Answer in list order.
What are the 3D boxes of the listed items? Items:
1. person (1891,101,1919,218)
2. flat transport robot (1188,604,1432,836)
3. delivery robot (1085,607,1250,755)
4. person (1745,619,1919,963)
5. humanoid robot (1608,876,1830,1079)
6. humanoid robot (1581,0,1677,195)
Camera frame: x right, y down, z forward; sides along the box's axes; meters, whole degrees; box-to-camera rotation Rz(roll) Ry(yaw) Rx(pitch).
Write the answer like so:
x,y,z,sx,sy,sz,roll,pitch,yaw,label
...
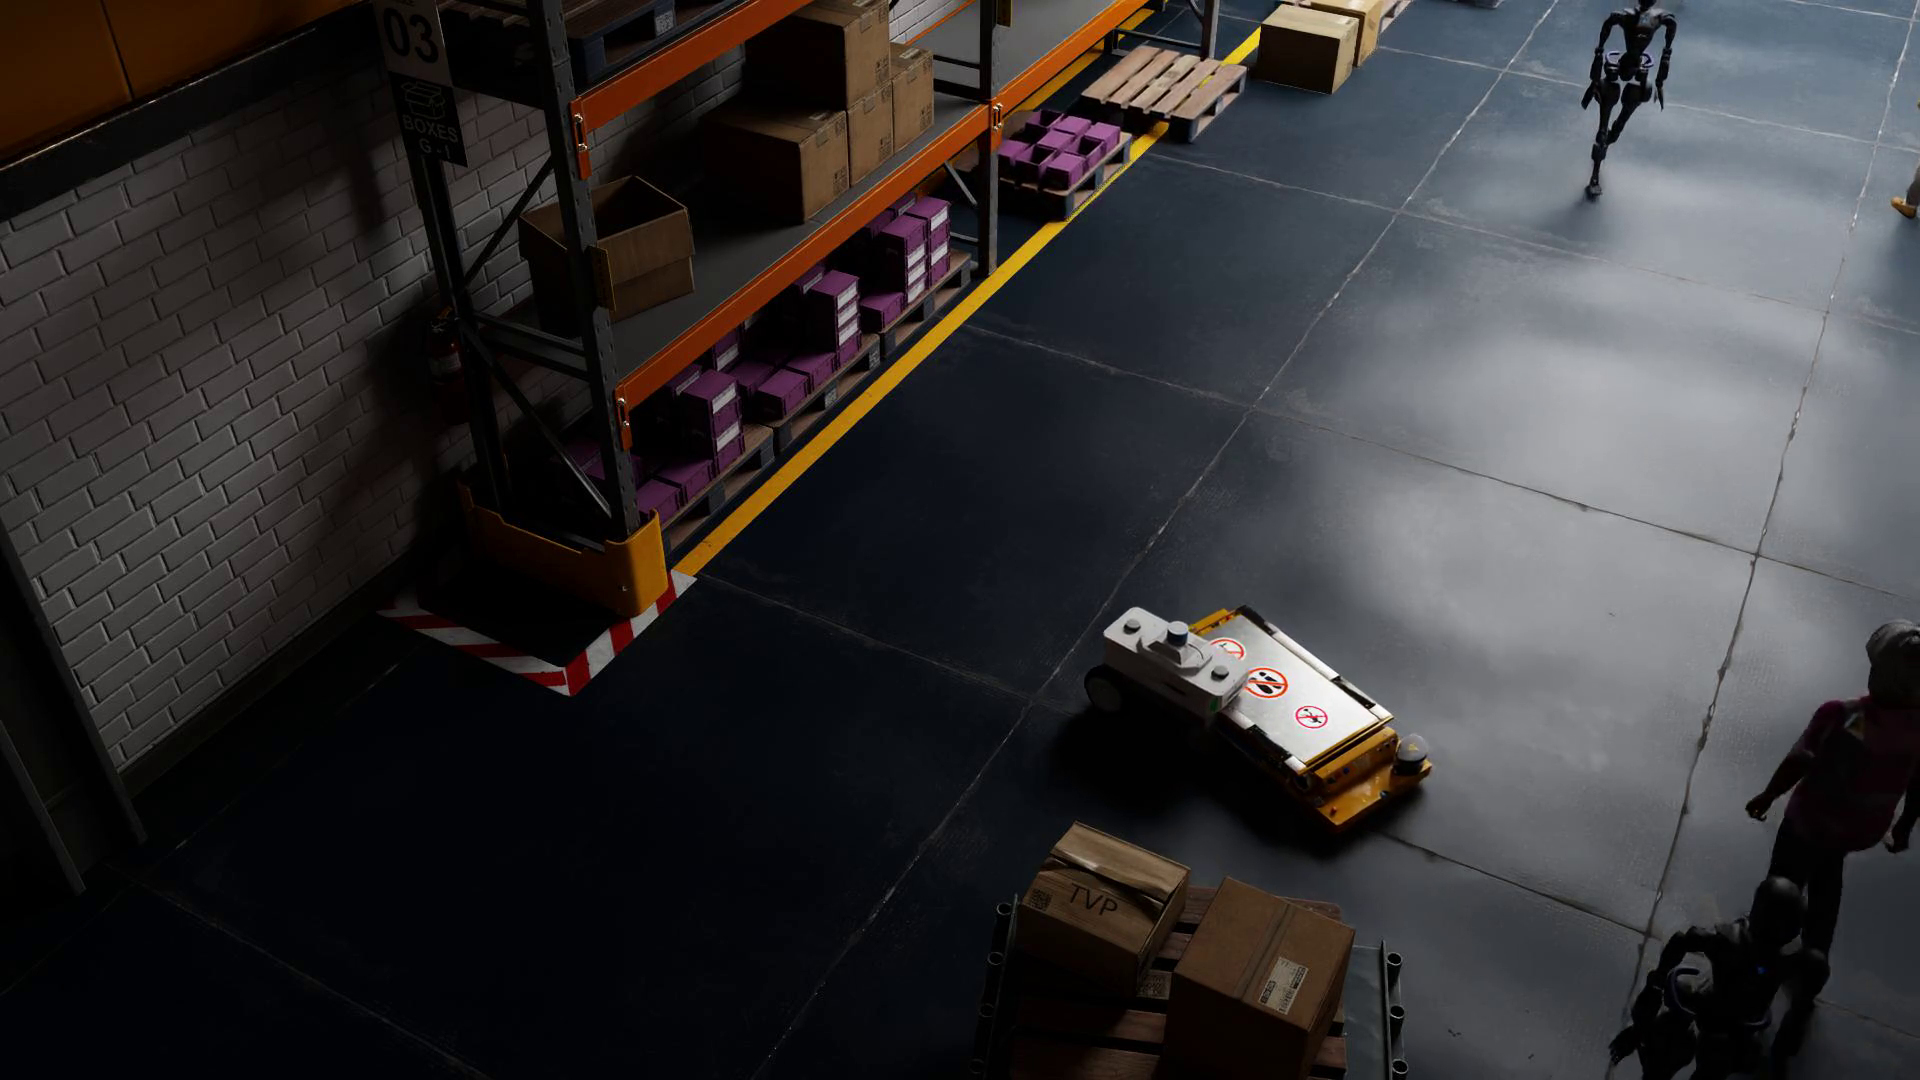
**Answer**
x,y,z,sx,sy,sz,roll,pitch,yaw,label
7.228,-3.214,11.938,0.582,1.894,0.372,4,39,4,person
1.558,0.825,8.188,0.659,0.231,1.431,-25,45,-28,flat transport robot
1.023,0.647,8.196,0.789,0.613,0.499,28,46,30,delivery robot
3.488,1.073,6.629,0.561,1.829,0.396,0,39,0,person
2.655,1.783,5.887,0.601,1.647,0.637,7,39,9,humanoid robot
4.993,-3.434,12.433,0.592,1.620,0.797,4,39,4,humanoid robot
